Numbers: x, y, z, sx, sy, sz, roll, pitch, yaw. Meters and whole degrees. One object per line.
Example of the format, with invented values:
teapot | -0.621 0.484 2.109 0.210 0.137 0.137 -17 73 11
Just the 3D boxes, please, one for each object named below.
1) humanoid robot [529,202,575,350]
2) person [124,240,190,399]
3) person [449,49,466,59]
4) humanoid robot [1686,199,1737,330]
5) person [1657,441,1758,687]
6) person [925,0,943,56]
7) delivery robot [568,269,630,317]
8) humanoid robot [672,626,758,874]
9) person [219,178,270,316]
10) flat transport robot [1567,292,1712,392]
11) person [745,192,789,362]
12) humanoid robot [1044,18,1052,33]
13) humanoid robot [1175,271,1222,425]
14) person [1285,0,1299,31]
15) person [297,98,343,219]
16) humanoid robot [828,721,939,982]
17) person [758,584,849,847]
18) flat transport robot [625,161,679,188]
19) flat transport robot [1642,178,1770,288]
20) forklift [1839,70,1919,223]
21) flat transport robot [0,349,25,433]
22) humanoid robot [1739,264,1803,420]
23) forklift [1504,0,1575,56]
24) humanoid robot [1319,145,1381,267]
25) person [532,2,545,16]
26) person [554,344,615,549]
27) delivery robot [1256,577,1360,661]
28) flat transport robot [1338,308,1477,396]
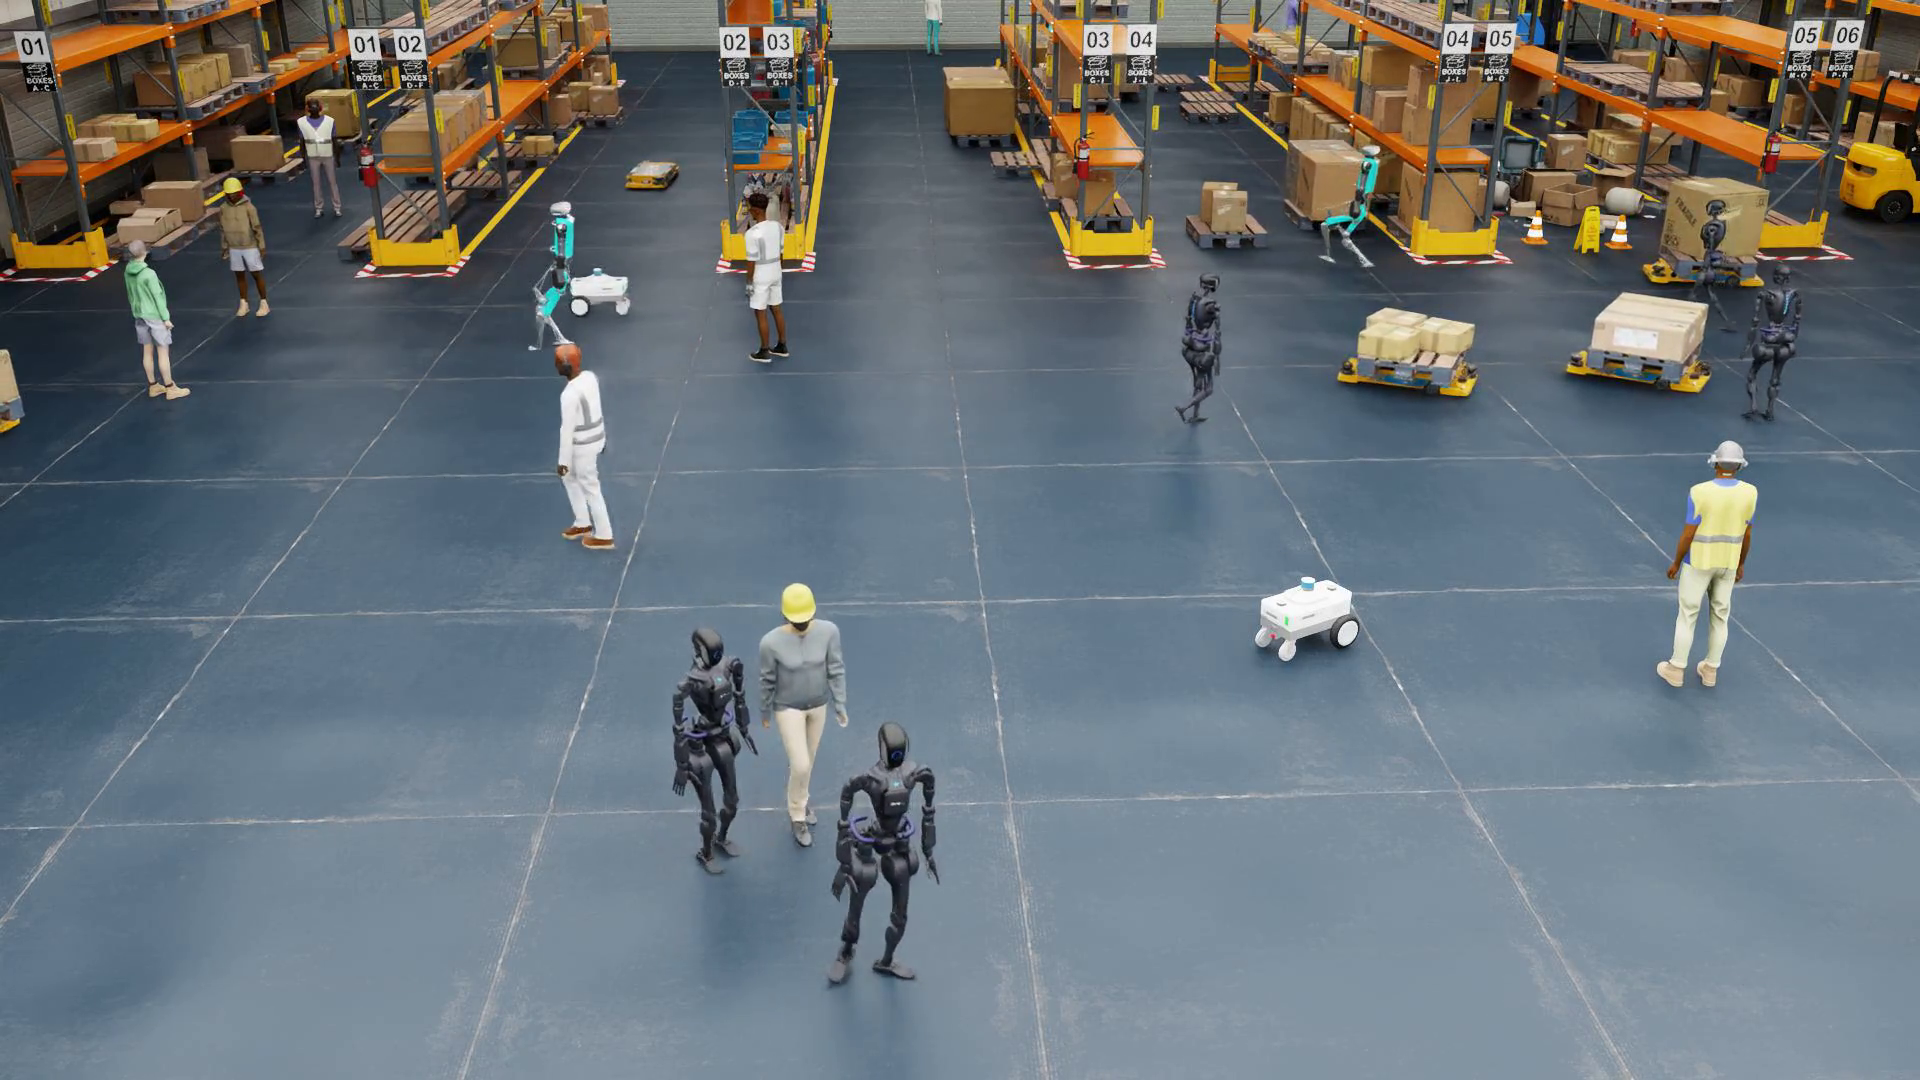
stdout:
humanoid robot | -4.889 -3.041 19.632 0.806 1.885 0.544 -1 24 -3
person | -8.760 -2.379 18.005 0.480 1.743 0.337 10 26 22
person | -11.342 -10.915 37.249 0.546 1.676 0.364 -4 24 -9
humanoid robot | 9.201 -3.345 20.324 0.774 1.635 0.615 11 26 24
person | 5.433 0.192 12.047 0.532 1.893 0.392 1 24 3
person | -0.659 -13.290 42.492 0.532 1.768 0.308 18 30 35
delivery robot | -4.623 -3.152 21.224 0.816 0.612 0.499 -2 24 -4
humanoid robot | -1.489 1.231 9.993 0.366 1.650 0.609 19 30 36
person | -9.017 -3.694 20.947 0.553 1.756 0.412 2 24 4
flat transport robot | 7.705 -1.951 18.857 1.431 0.231 0.659 15 28 30
person | -2.260 -3.039 19.233 0.367 1.957 0.601 16 29 32
humanoid robot | 2.328 -12.978 41.664 0.735 1.677 0.533 5 24 10
humanoid robot | 2.435 -1.979 17.195 0.484 1.646 0.609 -12 27 -25
person | 8.374 -12.708 41.191 0.876 1.762 0.602 -1 24 -2
person | -9.958 -5.956 25.910 0.569 1.849 0.383 -7 25 -14
humanoid robot | -0.432 1.681 8.971 0.607 1.646 0.409 -9 26 -20
person | -0.947 1.058 10.285 0.517 1.737 0.613 -14 27 -28
flat transport robot | -5.278 -6.261 28.541 0.659 0.231 1.431 1 24 1
flat transport robot | 10.129 -3.650 22.673 1.431 0.231 0.659 4 24 9
forklift | 15.132 -6.143 25.915 2.313 2.155 1.214 -1 24 -2
flat transport robot | -10.316 -1.040 16.809 0.659 0.231 1.431 6 25 12
humanoid robot | 8.499 -2.070 17.392 0.590 1.650 0.326 -4 24 -8
forklift | 14.700 -13.805 42.301 1.873 2.768 1.129 -1 24 -2
humanoid robot | 5.355 -4.606 23.065 1.014 1.759 0.532 13 27 27
person | -10.409 -12.657 40.951 0.522 1.864 0.355 1 24 2
person | -3.327 -0.793 14.292 0.663 1.860 0.614 3 24 7
delivery robot | 2.682 0.579 12.843 0.811 0.614 0.499 -14 28 -29
flat transport robot | 5.028 -1.869 18.672 1.431 0.231 0.659 10 26 21
